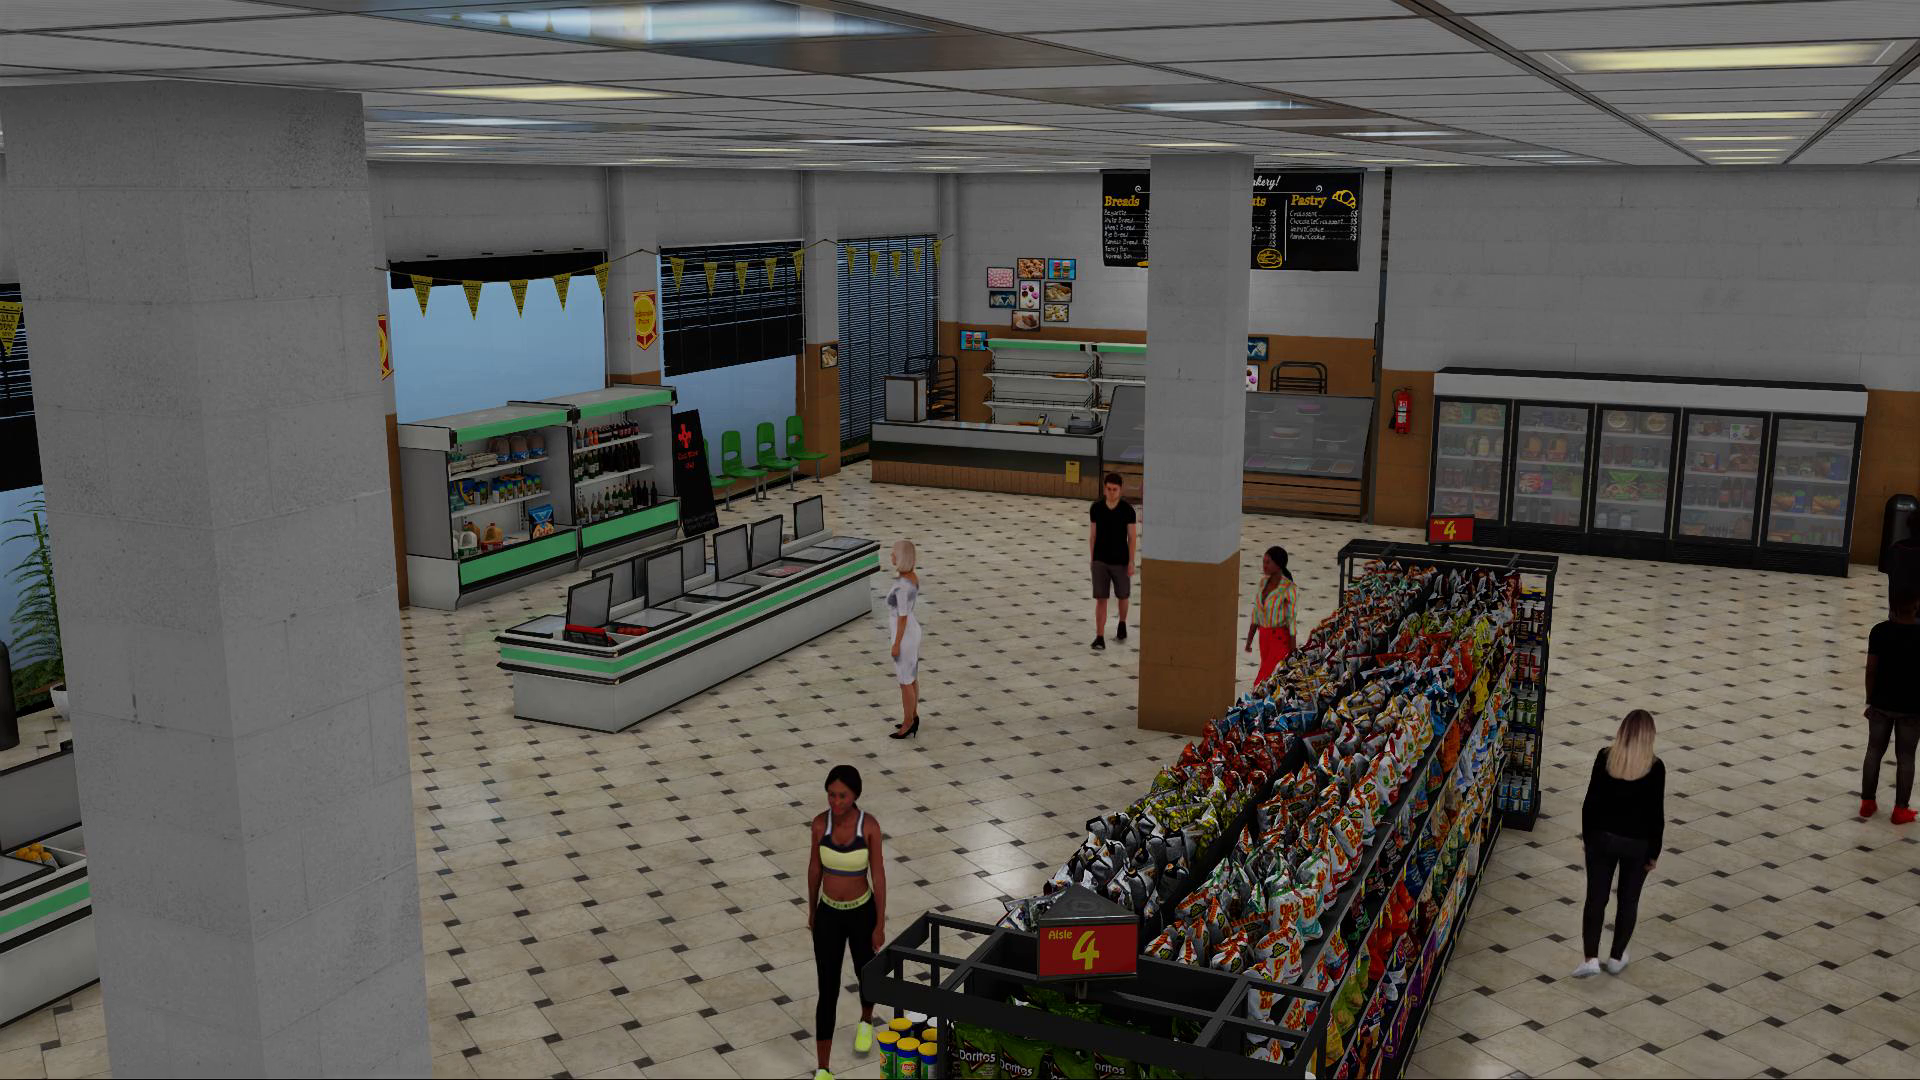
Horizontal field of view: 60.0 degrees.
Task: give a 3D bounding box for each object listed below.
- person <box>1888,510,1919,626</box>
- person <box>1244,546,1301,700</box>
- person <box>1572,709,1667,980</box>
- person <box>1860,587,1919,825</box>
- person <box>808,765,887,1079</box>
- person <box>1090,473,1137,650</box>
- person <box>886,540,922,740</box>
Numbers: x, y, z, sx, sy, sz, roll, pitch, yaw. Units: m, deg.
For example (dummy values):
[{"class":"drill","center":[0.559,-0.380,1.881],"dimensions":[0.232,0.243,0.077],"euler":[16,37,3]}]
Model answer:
[{"class":"person","center":[8.737,0.632,15.282],"dimensions":[0.847,1.838,0.764],"euler":[-3,12,-16]},{"class":"person","center":[2.724,0.927,14.051],"dimensions":[1.054,1.768,0.911],"euler":[-7,14,-31]},{"class":"person","center":[3.915,1.850,9.922],"dimensions":[0.687,1.664,0.916],"euler":[6,13,28]},{"class":"person","center":[7.052,1.232,12.517],"dimensions":[0.699,1.803,0.647],"euler":[11,16,42]},{"class":"person","center":[-0.579,2.026,8.980],"dimensions":[0.836,1.707,1.179],"euler":[2,12,7]},{"class":"person","center":[1.618,0.215,17.333],"dimensions":[0.803,1.810,1.264],"euler":[3,12,15]},{"class":"person","center":[-0.472,0.851,14.452],"dimensions":[0.673,1.752,0.529],"euler":[2,12,9]}]
